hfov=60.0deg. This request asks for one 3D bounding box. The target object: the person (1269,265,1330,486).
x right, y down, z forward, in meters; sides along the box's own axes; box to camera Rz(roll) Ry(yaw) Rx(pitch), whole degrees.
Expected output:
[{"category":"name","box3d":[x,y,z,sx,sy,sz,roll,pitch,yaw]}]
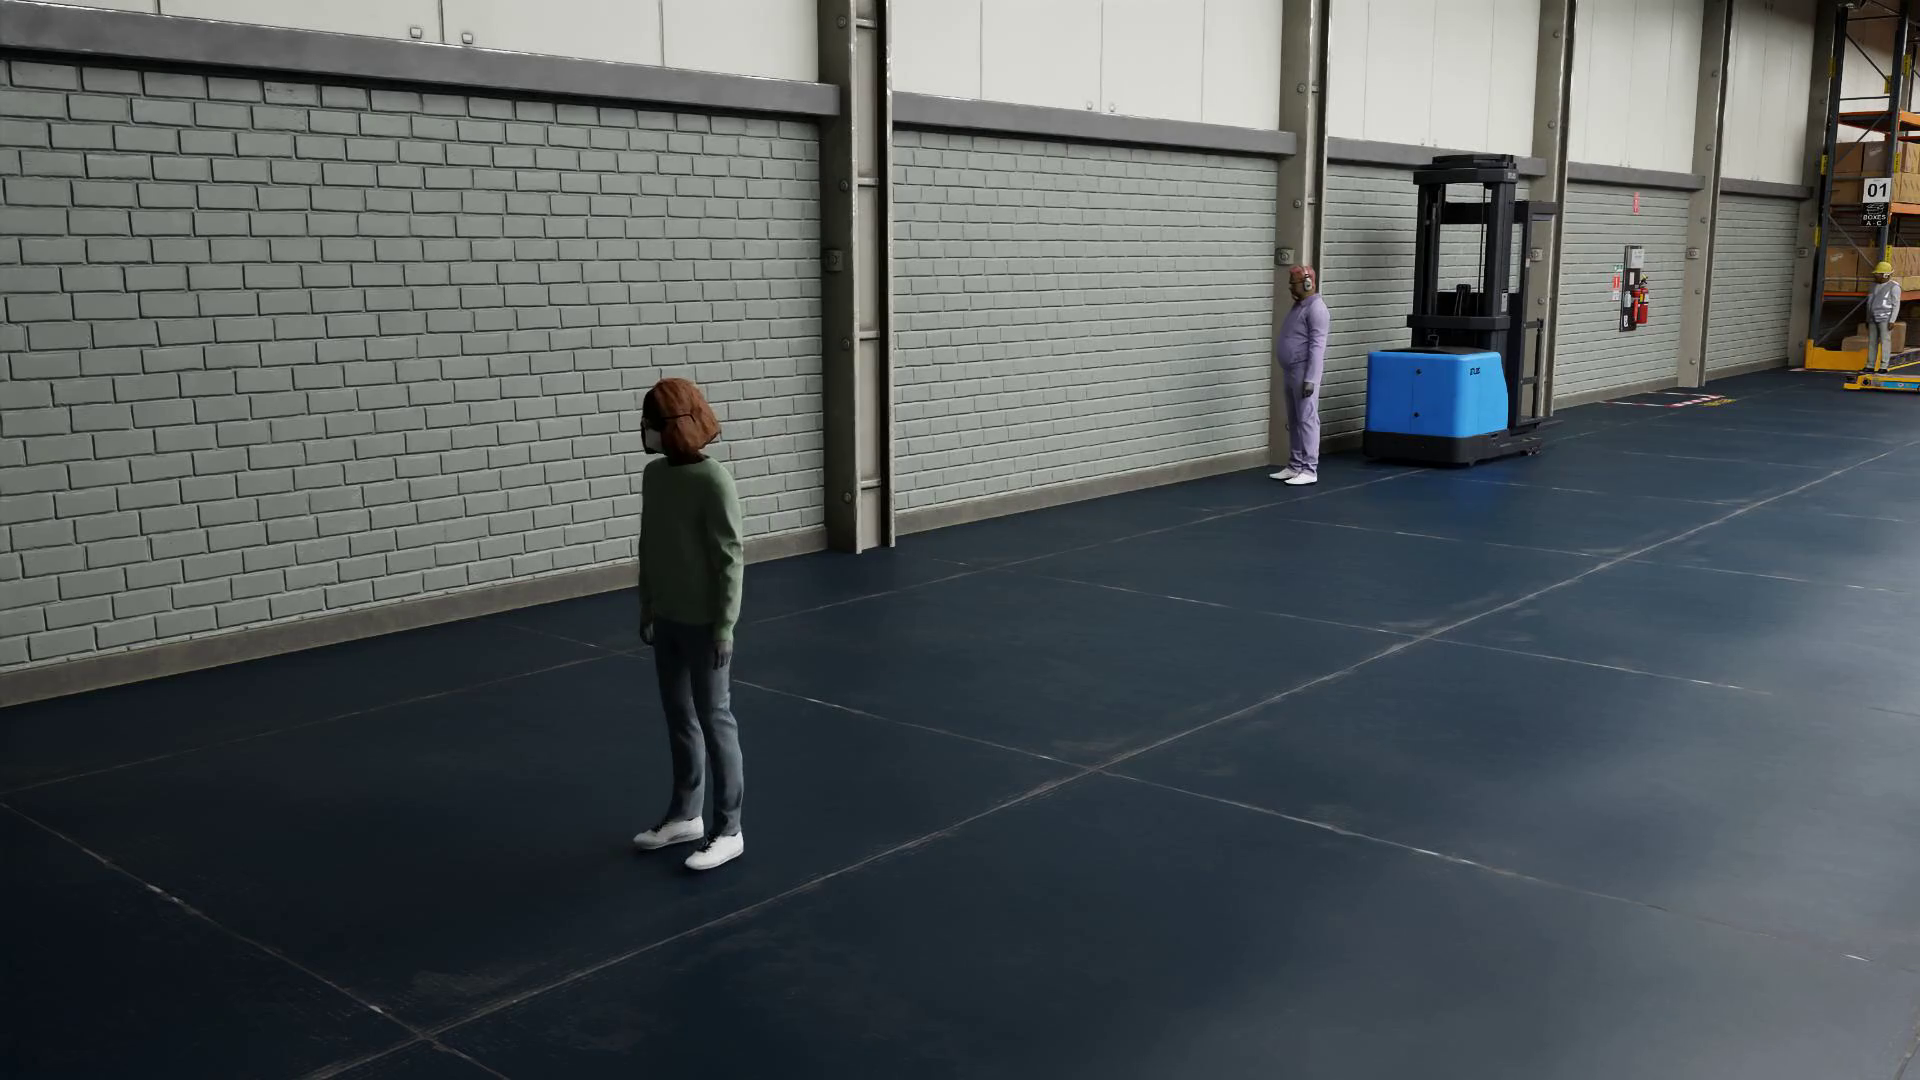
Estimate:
[{"category":"person","box3d":[2.968,-1.440,14.548,0.410,1.906,0.642,-1,10,-8]}]

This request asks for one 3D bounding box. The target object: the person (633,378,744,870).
[{"category":"person","box3d":[-0.912,0.275,5.554,0.268,1.630,0.507,-9,13,-42]}]

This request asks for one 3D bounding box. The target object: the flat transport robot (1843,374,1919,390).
[{"category":"flat transport robot","box3d":[13.633,-2.266,24.016,1.431,0.197,0.652,8,13,40]}]

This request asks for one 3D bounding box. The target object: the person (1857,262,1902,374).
[{"category":"person","box3d":[14.937,-3.588,26.995,0.404,1.829,0.591,-3,10,-14]}]

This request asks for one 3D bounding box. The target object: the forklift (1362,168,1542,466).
[{"category":"forklift","box3d":[4.875,-2.212,16.287,1.129,2.768,1.873,8,13,40]}]
